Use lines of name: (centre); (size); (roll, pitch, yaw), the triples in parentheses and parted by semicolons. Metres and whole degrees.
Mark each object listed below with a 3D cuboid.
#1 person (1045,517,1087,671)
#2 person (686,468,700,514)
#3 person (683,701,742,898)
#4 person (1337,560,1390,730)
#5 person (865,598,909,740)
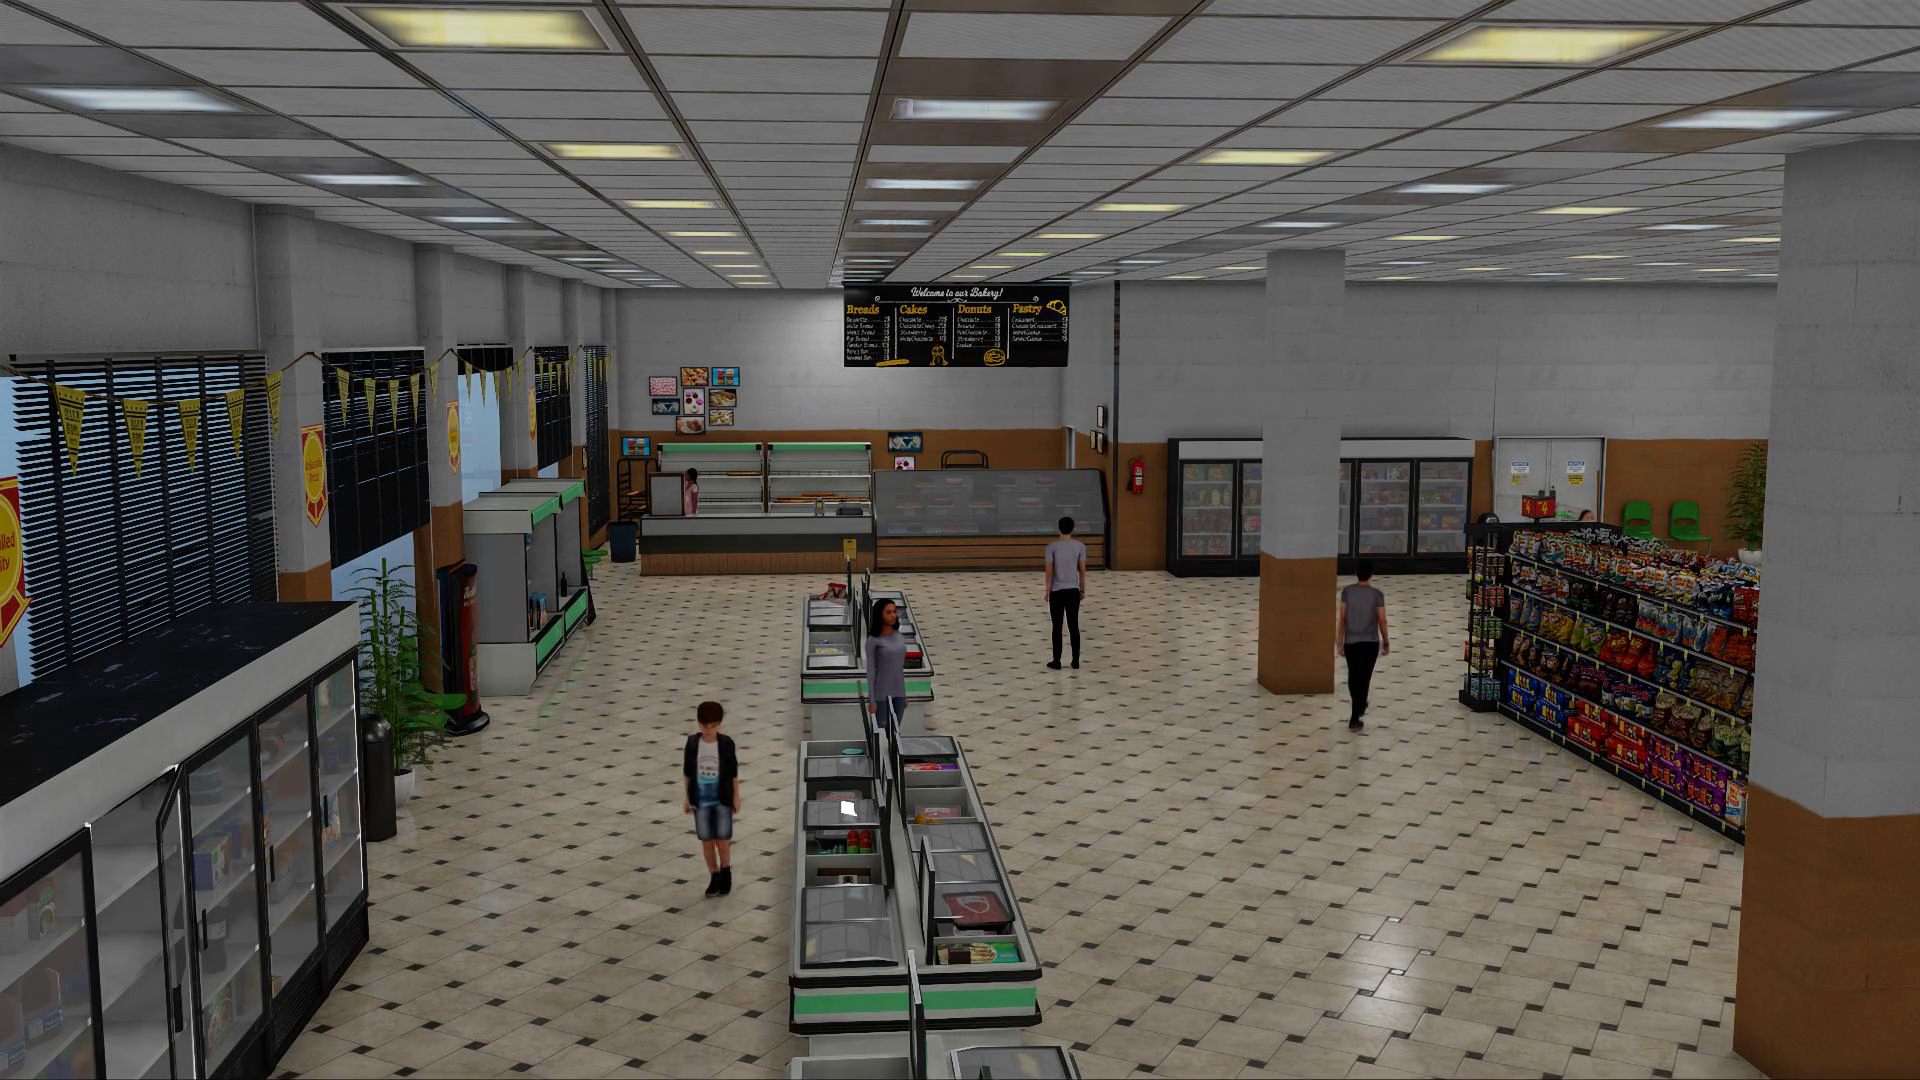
person: (1.281, 0.642, 20.268); (0.684, 1.863, 0.586); (-2, 7, -12)
person: (-4.772, -0.415, 29.518); (0.701, 1.741, 0.584); (-4, 8, -29)
person: (-1.769, 1.854, 12.020); (0.602, 1.436, 0.599); (1, 7, 6)
person: (4.100, 1.099, 17.096); (1.026, 1.717, 1.164); (4, 8, 31)
person: (-0.663, 1.376, 14.725); (0.731, 1.735, 0.682); (6, 9, 43)
